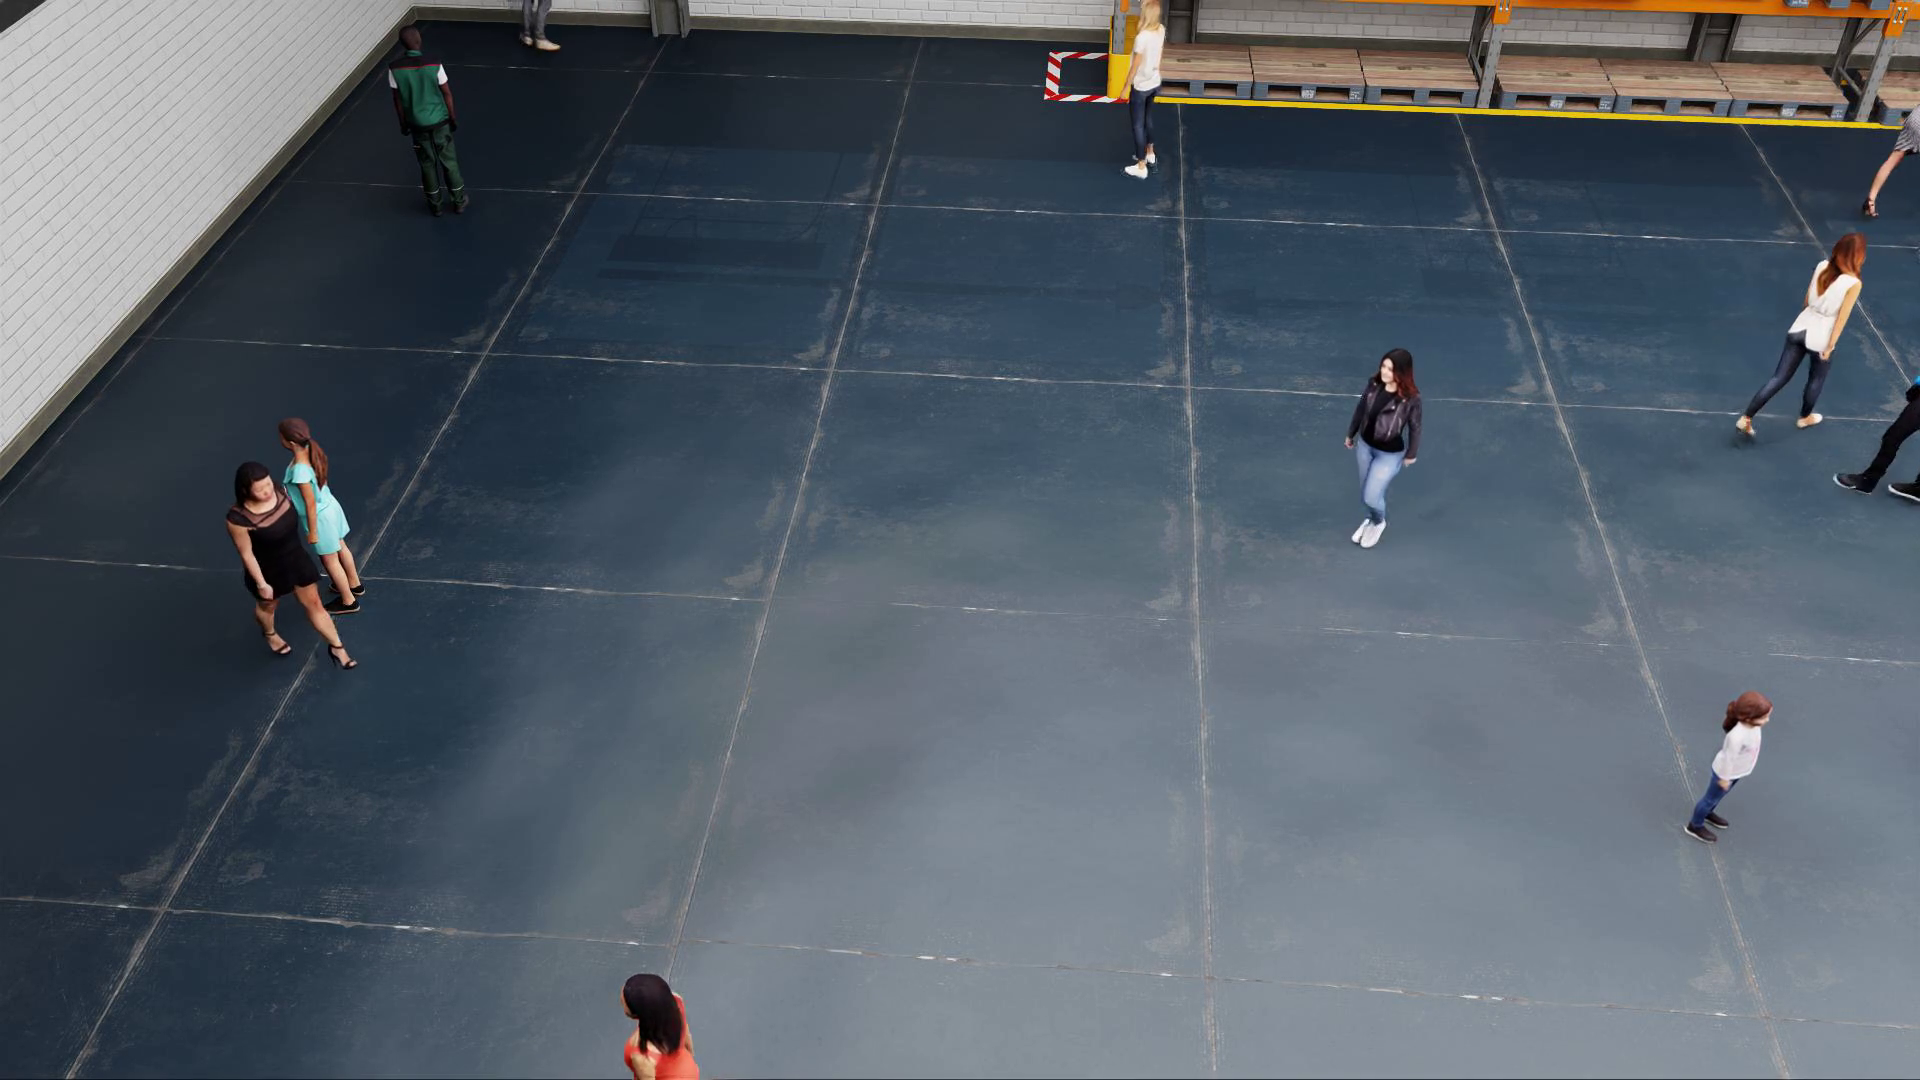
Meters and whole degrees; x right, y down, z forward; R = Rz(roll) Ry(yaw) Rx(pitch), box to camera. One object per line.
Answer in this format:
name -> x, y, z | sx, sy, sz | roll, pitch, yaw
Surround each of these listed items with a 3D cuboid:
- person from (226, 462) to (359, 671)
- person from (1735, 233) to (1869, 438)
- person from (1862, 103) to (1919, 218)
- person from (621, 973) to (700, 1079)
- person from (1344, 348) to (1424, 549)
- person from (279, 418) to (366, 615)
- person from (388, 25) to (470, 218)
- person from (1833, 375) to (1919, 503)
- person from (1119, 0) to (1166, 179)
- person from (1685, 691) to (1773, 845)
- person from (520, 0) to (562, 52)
person -> -4.470, 0.153, 10.719 | 1.105, 1.673, 0.897 | 18, 42, 21
person -> 6.456, -1.522, 12.752 | 1.158, 1.752, 0.970 | -19, 43, -23
person -> 8.947, -3.829, 15.624 | 1.169, 1.772, 0.857 | -9, 40, -12
person -> -1.269, 2.567, 7.664 | 0.598, 1.711, 0.642 | 7, 39, 9
person -> 3.031, -0.671, 11.790 | 0.801, 1.622, 0.750 | -26, 45, -28
person -> -4.320, -0.171, 11.215 | 0.539, 1.558, 0.561 | 0, 39, 0
person -> -5.031, -3.955, 15.730 | 0.644, 1.837, 0.813 | -8, 39, -10
person -> 7.189, -0.987, 12.068 | 1.020, 1.770, 0.854 | 18, 42, 21
person -> 1.851, -4.432, 16.355 | 0.760, 1.803, 0.742 | 30, 47, 32
person -> 4.500, 1.307, 9.723 | 0.527, 1.110, 0.584 | -30, 48, -32
person -> -4.920, -6.511, 18.918 | 0.865, 1.854, 0.922 | 28, 46, 30
